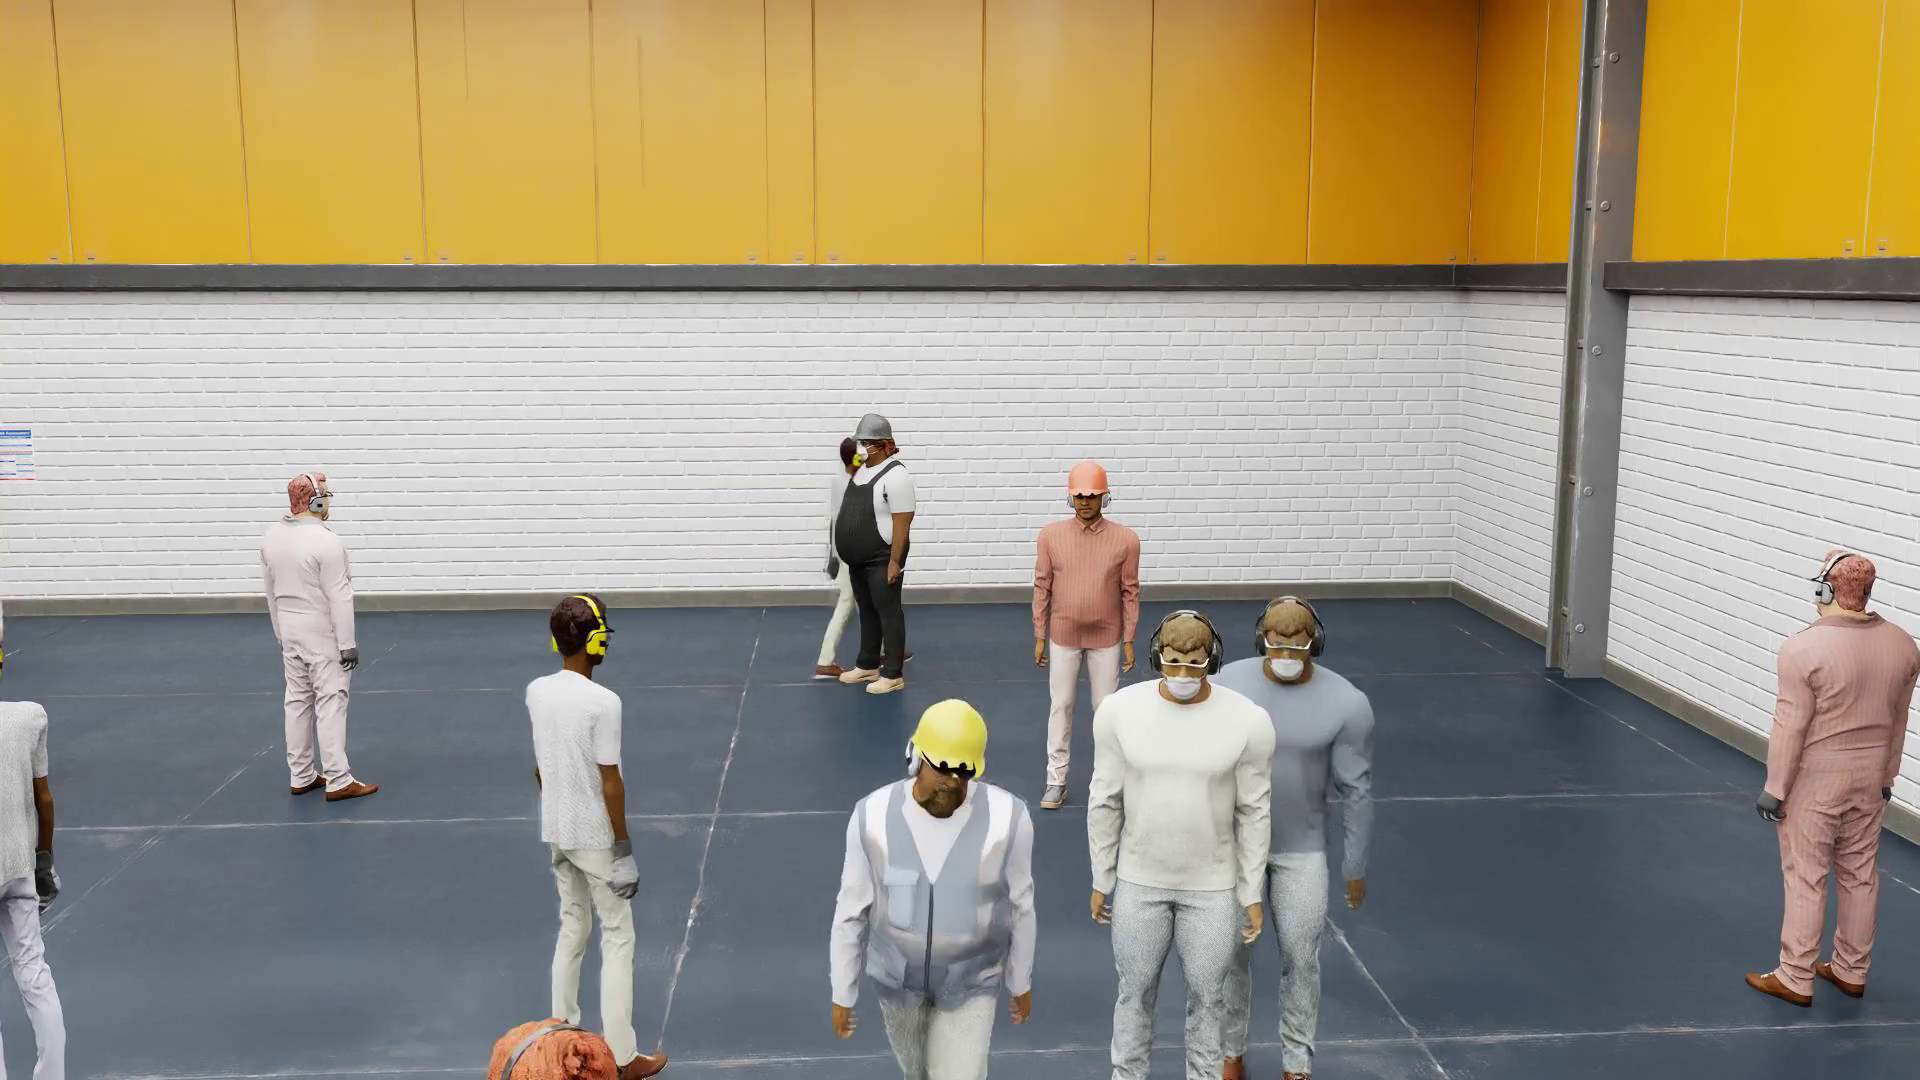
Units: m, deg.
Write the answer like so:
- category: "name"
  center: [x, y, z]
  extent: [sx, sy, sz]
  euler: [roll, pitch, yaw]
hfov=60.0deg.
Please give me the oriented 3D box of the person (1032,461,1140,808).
- category: "person"
  center: [0.712, 0.544, 9.446]
  extent: [0.611, 1.995, 0.375]
  euler: [1, 9, 6]

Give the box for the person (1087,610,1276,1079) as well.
- category: "person"
  center: [0.742, 1.176, 5.669]
  extent: [0.627, 1.935, 0.371]
  euler: [2, 9, 11]

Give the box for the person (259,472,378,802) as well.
- category: "person"
  center: [-3.714, 0.558, 9.636]
  extent: [0.639, 1.908, 0.409]
  euler: [5, 10, 29]

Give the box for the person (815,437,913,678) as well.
- category: "person"
  center: [-0.739, 0.126, 12.607]
  extent: [0.850, 1.827, 0.516]
  euler: [-4, 10, -21]

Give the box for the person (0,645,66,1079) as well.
- category: "person"
  center: [-3.392, 1.188, 5.791]
  extent: [0.328, 1.872, 0.509]
  euler: [5, 10, 26]

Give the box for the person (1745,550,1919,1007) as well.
- category: "person"
  center: [3.611, 0.989, 6.930]
  extent: [0.641, 1.908, 0.407]
  euler: [-3, 9, -16]

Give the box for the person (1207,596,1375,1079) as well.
- category: "person"
  center: [1.162, 1.127, 6.024]
  extent: [0.653, 1.917, 0.418]
  euler: [3, 9, 16]

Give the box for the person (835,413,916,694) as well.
- category: "person"
  center: [-0.649, 0.091, 12.143]
  extent: [0.536, 2.000, 0.677]
  euler: [-6, 11, -32]

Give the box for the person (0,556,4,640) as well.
- category: "person"
  center: [-5.825, 0.597, 9.721]
  extent: [0.457, 1.803, 0.654]
  euler: [1, 9, 5]

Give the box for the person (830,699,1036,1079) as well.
- category: "person"
  center: [-0.097, 1.353, 5.055]
  extent: [0.622, 1.764, 0.964]
  euler: [1, 9, 8]

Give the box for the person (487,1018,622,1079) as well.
- category: "person"
  center: [-0.661, 1.675, 2.799]
  extent: [0.579, 1.850, 0.867]
  euler: [-6, 11, -35]

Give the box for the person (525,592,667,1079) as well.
- category: "person"
  center: [-1.387, 1.122, 6.245]
  extent: [0.552, 1.858, 0.363]
  euler: [7, 12, 38]
